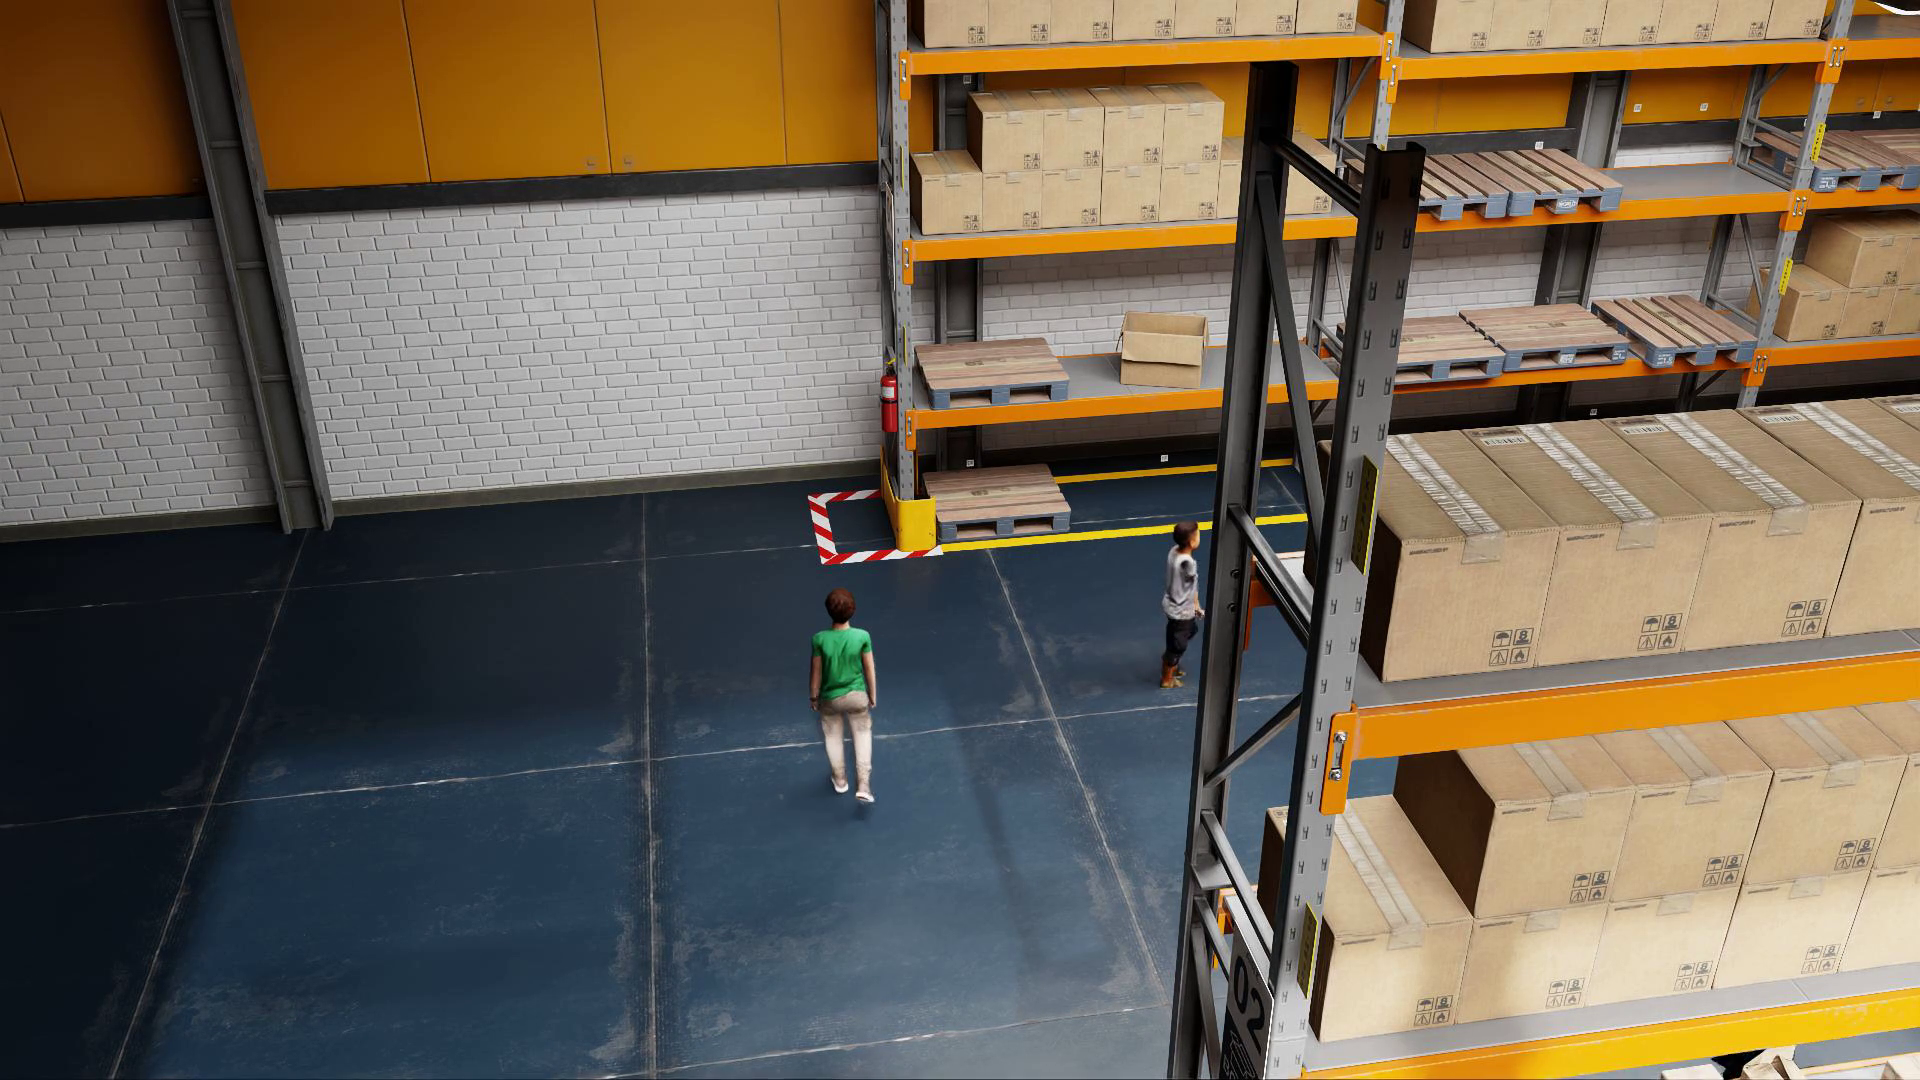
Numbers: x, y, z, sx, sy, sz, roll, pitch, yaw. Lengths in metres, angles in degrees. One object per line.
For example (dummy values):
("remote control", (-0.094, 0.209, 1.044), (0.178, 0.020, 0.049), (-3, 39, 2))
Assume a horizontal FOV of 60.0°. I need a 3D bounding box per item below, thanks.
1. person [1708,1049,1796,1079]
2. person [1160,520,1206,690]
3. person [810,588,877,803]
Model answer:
("person", (4.162, 2.434, 8.582), (0.916, 1.744, 0.698), (-4, 29, -8))
("person", (1.598, 0.472, 12.490), (0.611, 1.447, 0.617), (-8, 30, -15))
("person", (-0.770, 1.088, 11.158), (0.800, 1.640, 0.653), (-5, 29, -9))
